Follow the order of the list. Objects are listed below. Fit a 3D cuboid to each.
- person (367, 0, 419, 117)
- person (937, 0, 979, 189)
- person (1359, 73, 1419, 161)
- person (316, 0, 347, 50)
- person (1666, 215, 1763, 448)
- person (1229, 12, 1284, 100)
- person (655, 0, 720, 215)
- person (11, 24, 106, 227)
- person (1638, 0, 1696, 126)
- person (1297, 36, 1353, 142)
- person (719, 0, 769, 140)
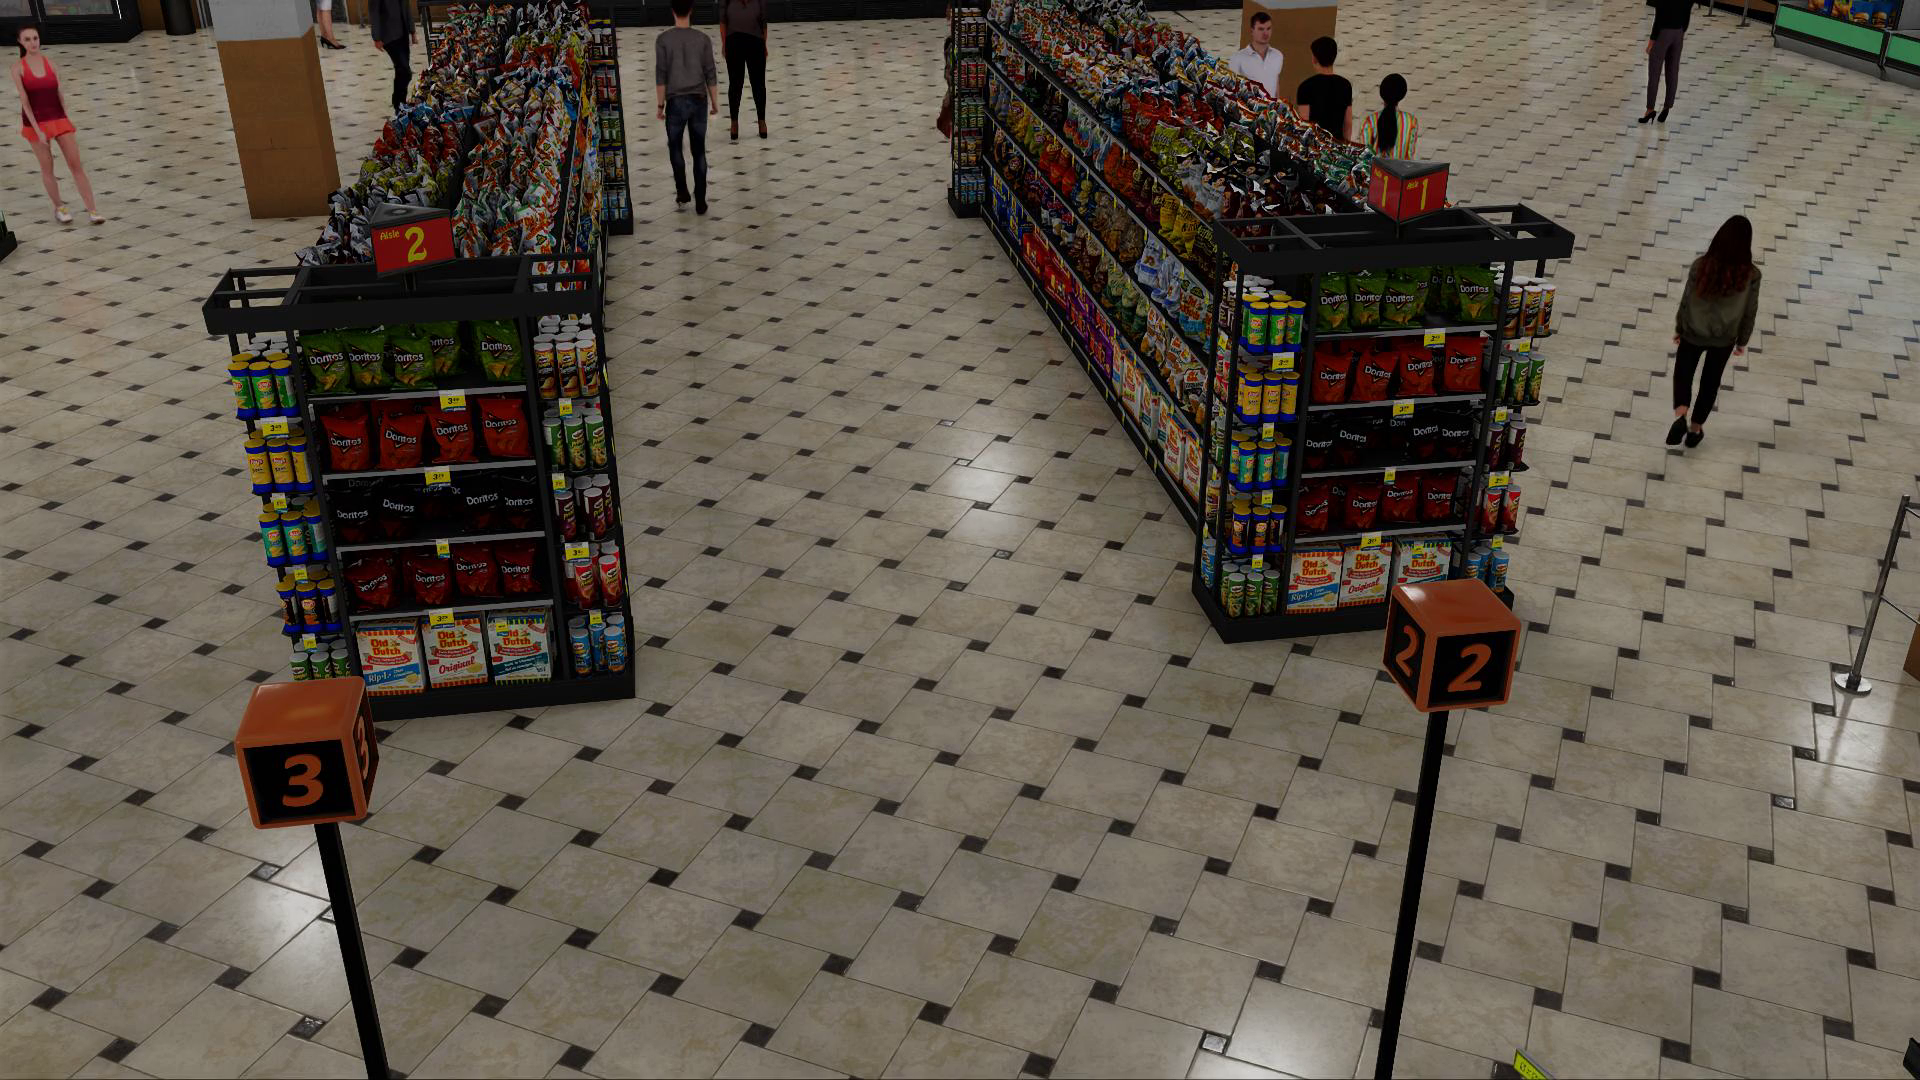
[{"bbox_3d":[-6.125,-5.385,17.807,0.891,1.860,0.776,8,28,15],"label":"person"},{"bbox_3d":[0.083,-4.137,15.429,0.657,1.784,0.552,-3,27,-5],"label":"person"},{"bbox_3d":[3.102,-2.522,12.236,0.645,1.793,0.598,1,27,1],"label":"person"},{"bbox_3d":[-8.398,-7.364,21.830,0.702,1.751,0.588,-18,32,-32],"label":"person"},{"bbox_3d":[4.505,-1.212,10.016,0.812,1.463,0.891,13,30,24],"label":"person"},{"bbox_3d":[2.494,-3.554,14.206,0.675,1.851,0.586,-9,28,-16],"label":"person"},{"bbox_3d":[-2.407,-3.819,14.692,0.720,1.884,0.724,-6,27,-11],"label":"person"},{"bbox_3d":[-7.923,-3.570,14.390,0.922,1.712,1.115,-22,34,-37],"label":"person"},{"bbox_3d":[7.627,-5.340,17.926,0.606,1.671,0.537,-6,28,-12],"label":"person"},{"bbox_3d":[2.866,-2.968,13.086,0.751,1.819,1.043,-6,27,-11],"label":"person"},{"bbox_3d":[-2.237,-5.114,17.293,0.634,1.842,0.572,-4,27,-9],"label":"person"}]
